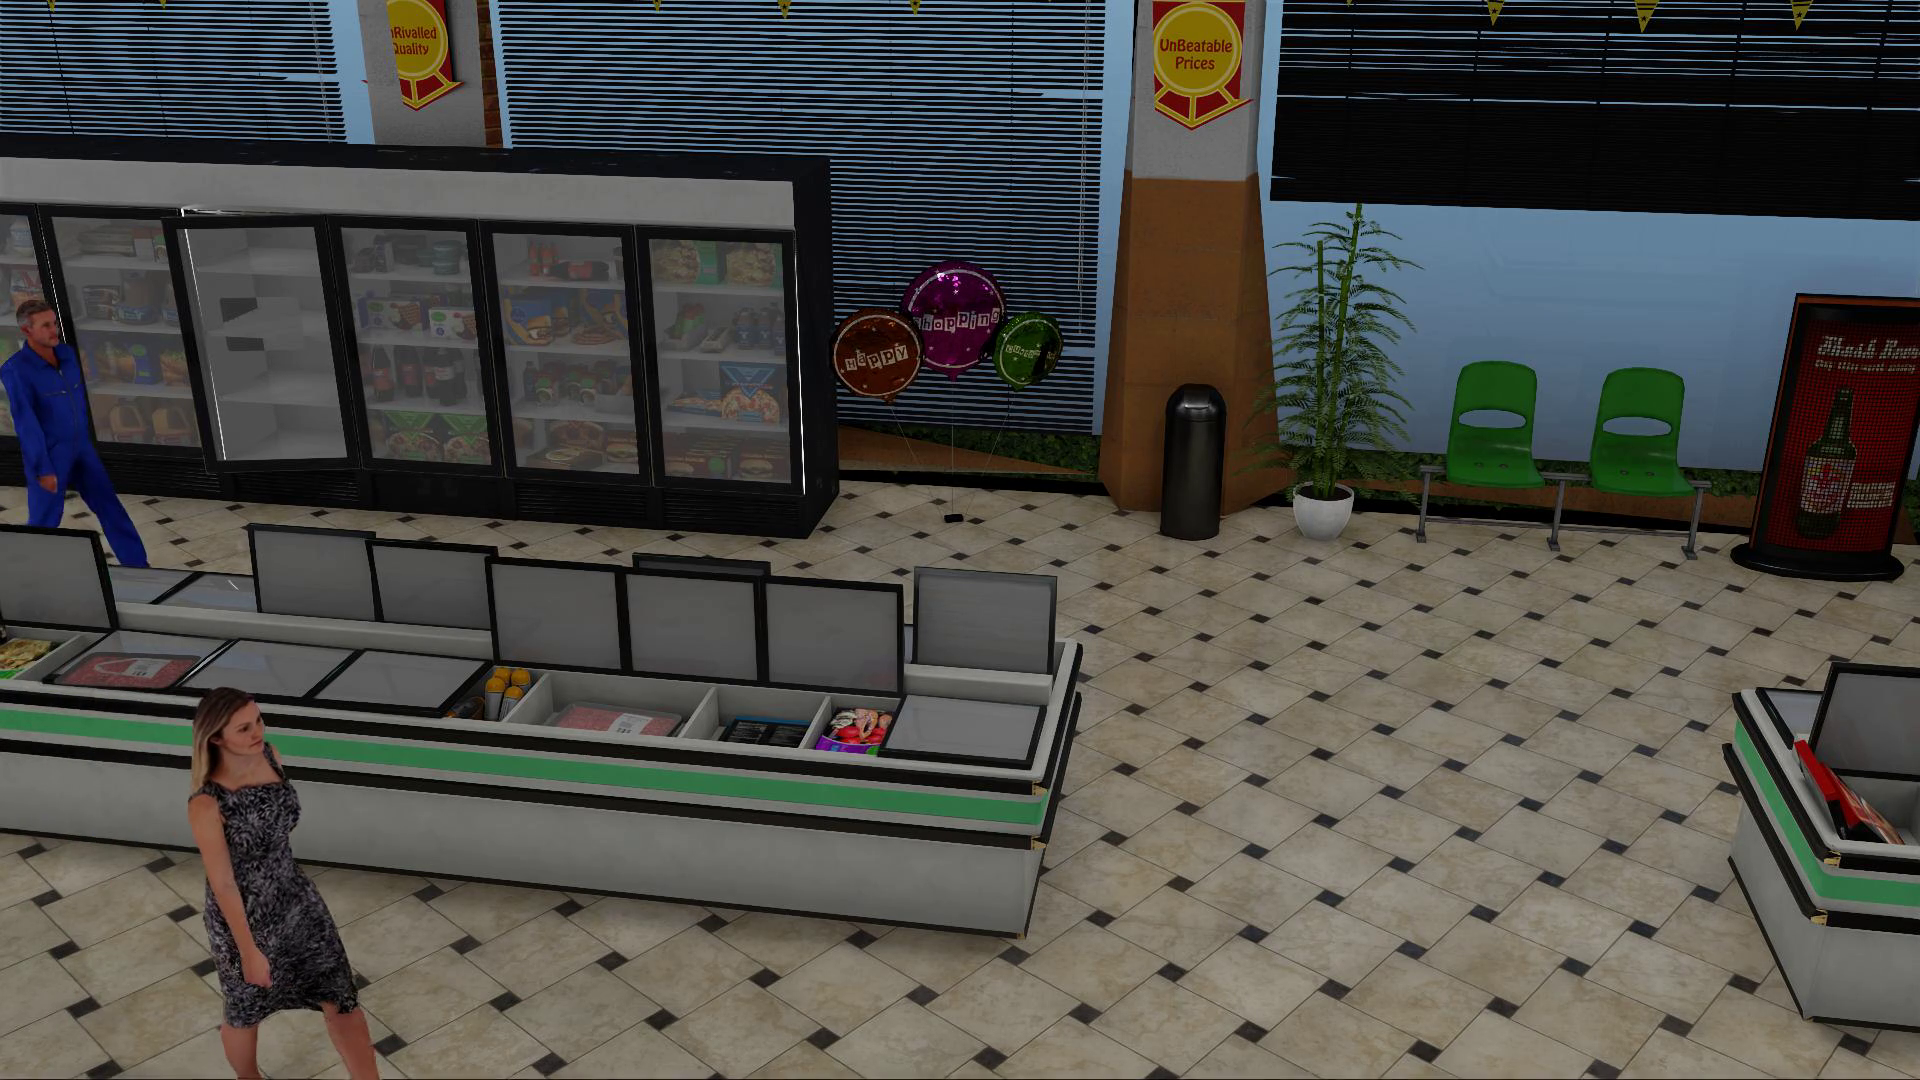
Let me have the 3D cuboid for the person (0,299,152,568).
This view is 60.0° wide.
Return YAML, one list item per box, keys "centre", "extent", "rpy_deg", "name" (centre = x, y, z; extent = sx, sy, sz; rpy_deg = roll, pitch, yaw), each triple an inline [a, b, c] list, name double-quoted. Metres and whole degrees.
- centre: [-5.248, -0.484, 9.542]
  extent: [1.095, 1.794, 0.817]
  rpy_deg: [5, 23, 13]
  name: "person"

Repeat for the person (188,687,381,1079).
- centre: [-2.358, 1.237, 5.430]
  extent: [0.980, 1.668, 0.664]
  rpy_deg: [7, 23, 17]
  name: "person"
